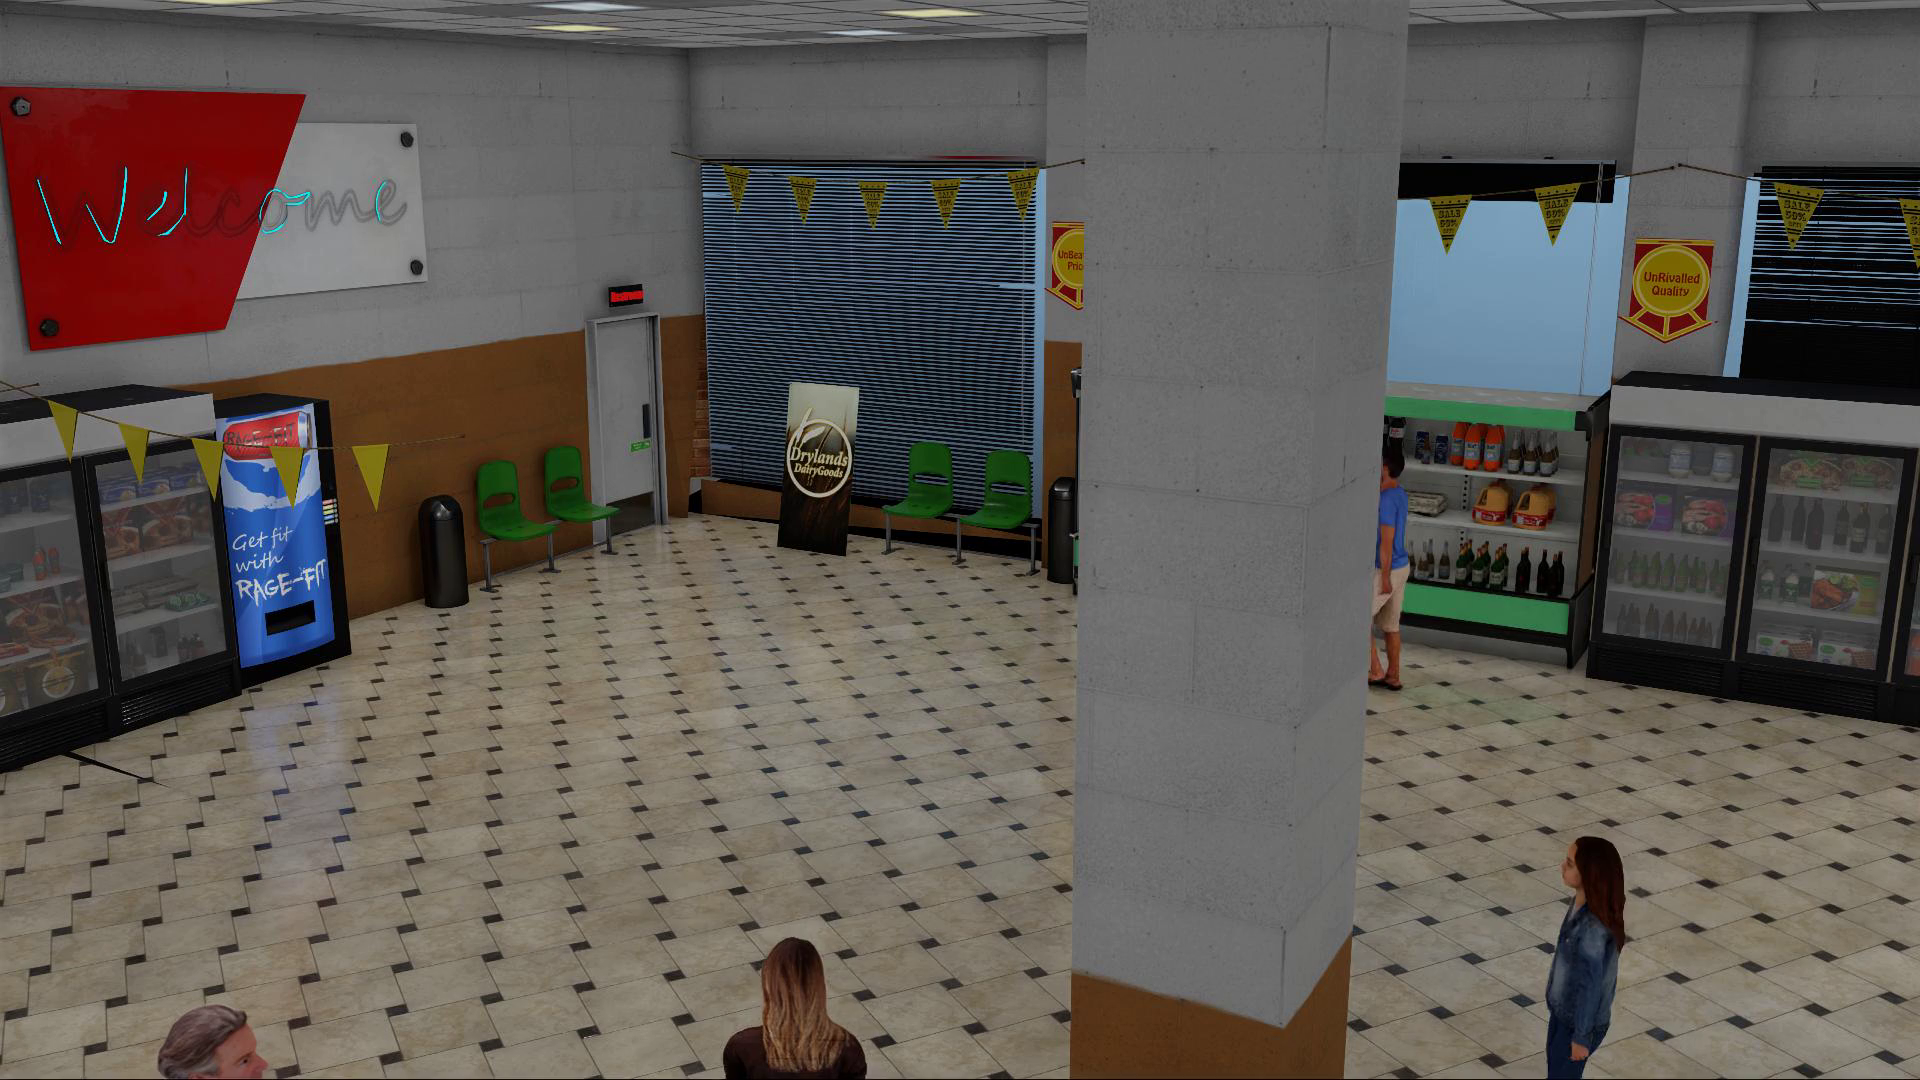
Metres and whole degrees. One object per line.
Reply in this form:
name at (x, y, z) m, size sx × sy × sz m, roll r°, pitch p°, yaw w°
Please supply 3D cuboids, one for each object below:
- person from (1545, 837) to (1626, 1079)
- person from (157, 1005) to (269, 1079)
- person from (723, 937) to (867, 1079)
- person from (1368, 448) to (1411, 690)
person at (2.505, 1.880, 6.536) m, size 0.766 × 1.466 × 0.686 m, roll 3°, pitch 14°, yaw 12°
person at (-1.969, 2.143, 4.547) m, size 0.792 × 1.893 × 0.752 m, roll -2°, pitch 14°, yaw -10°
person at (-0.513, 2.105, 5.181) m, size 1.040 × 1.668 × 1.013 m, roll -1°, pitch 14°, yaw -4°
person at (3.285, 0.238, 12.493) m, size 0.664 × 1.849 × 0.649 m, roll 9°, pitch 16°, yaw 32°
